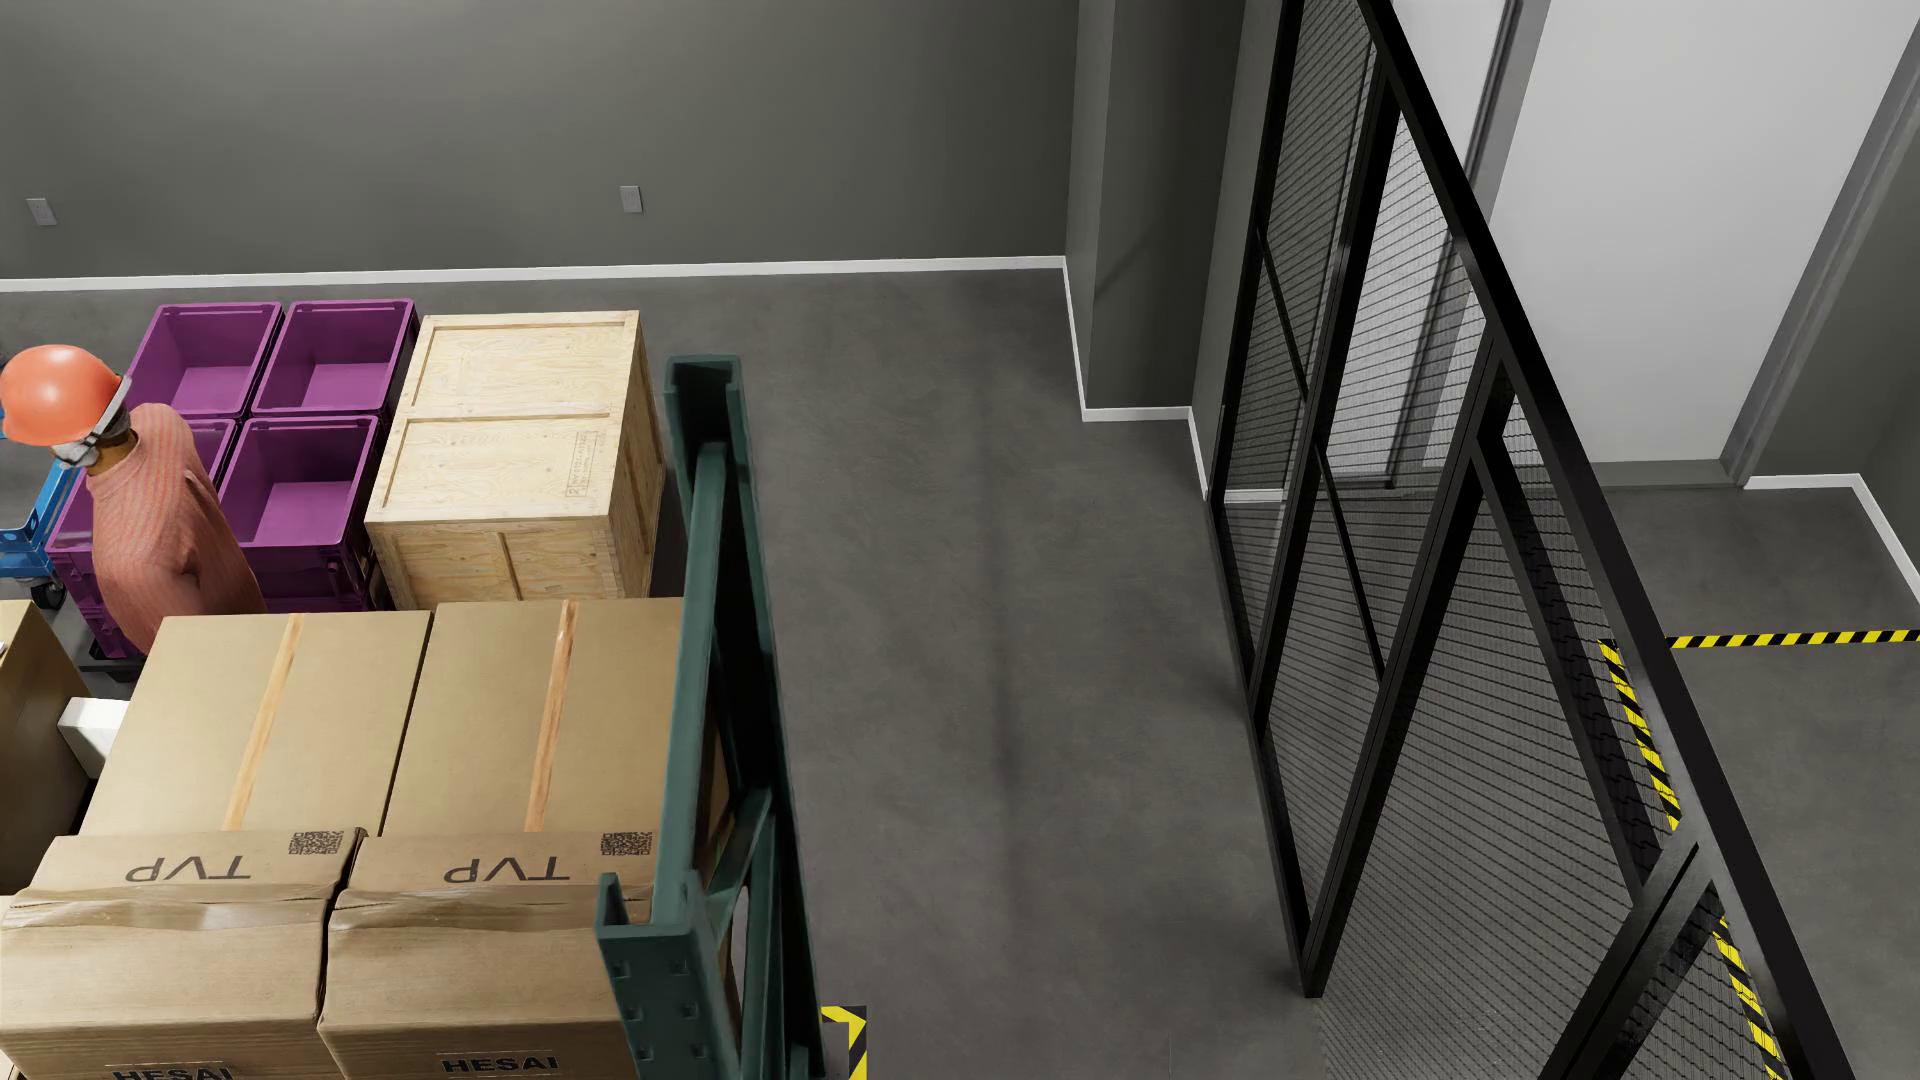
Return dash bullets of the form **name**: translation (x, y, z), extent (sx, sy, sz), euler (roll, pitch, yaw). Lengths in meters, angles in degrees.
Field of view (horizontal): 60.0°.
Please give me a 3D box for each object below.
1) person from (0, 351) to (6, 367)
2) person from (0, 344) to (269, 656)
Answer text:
- **person**: translation (-4.026, -1.269, 5.968), extent (0.355, 1.938, 0.637), euler (-3, 46, -3)
- **person**: translation (-2.043, 0.261, 4.475), extent (0.386, 1.987, 0.608), euler (-12, 47, -11)
